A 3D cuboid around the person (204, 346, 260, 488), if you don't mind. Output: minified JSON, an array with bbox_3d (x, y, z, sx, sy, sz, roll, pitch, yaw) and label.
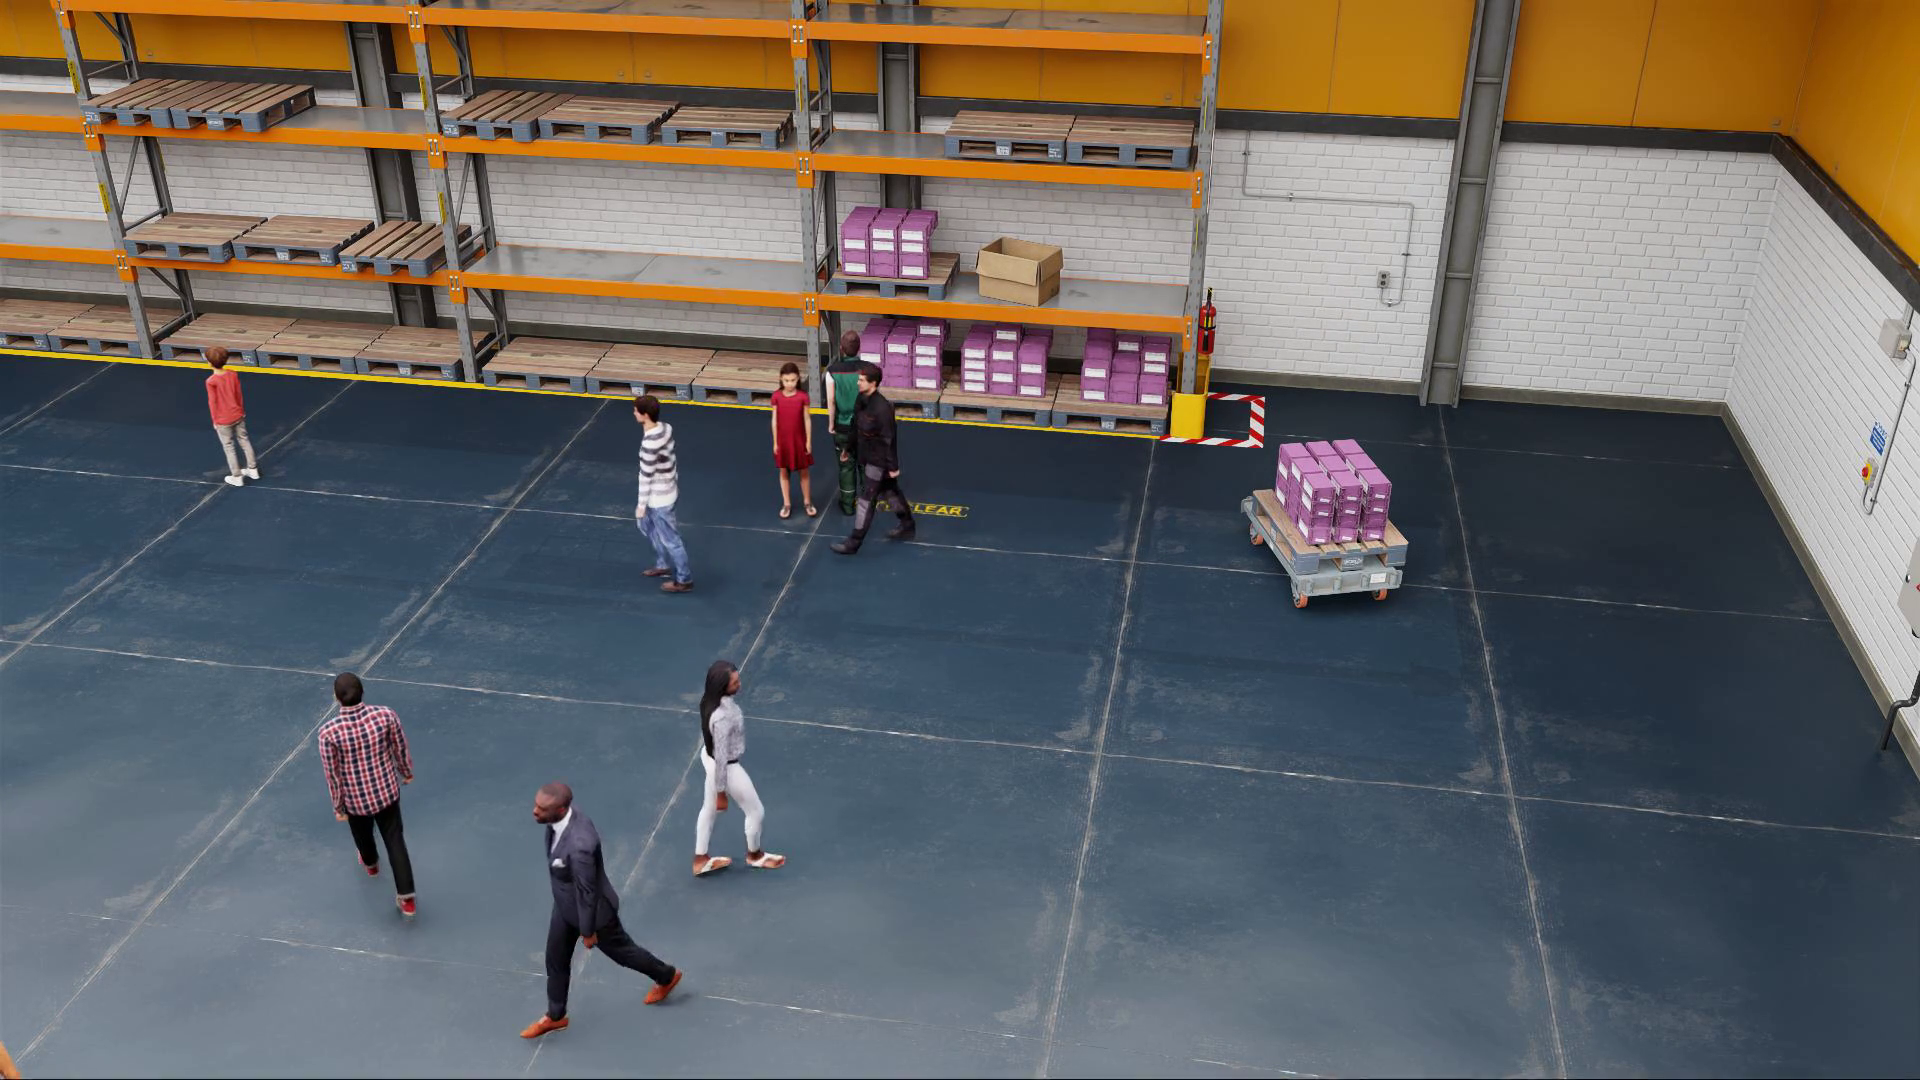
[{"bbox_3d":[-7.128,-1.215,16.225,0.557,1.415,0.562,15,32,25],"label":"person"}]

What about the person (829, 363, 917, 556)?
[{"bbox_3d":[-0.664,-0.742,14.965,1.265,1.791,1.104,-12,31,-21],"label":"person"}]

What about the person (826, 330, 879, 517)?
[{"bbox_3d":[-0.992,-1.100,15.568,0.630,1.842,0.769,-5,29,-9],"label":"person"}]

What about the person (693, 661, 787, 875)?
[{"bbox_3d":[-1.616,1.542,10.877,1.010,1.696,0.922,-9,30,-15],"label":"person"}]

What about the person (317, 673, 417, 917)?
[{"bbox_3d":[-3.755,1.643,10.653,1.185,1.734,1.216,-17,33,-28],"label":"person"}]

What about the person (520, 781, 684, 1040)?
[{"bbox_3d":[-2.105,2.121,9.718,1.313,1.790,1.199,-16,32,-27],"label":"person"}]

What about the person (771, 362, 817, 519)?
[{"bbox_3d":[-1.572,-0.955,15.608,0.594,1.549,0.657,0,29,-1],"label":"person"}]

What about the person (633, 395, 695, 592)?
[{"bbox_3d":[-2.470,-0.377,14.252,0.759,1.833,0.701,0,29,1],"label":"person"}]
